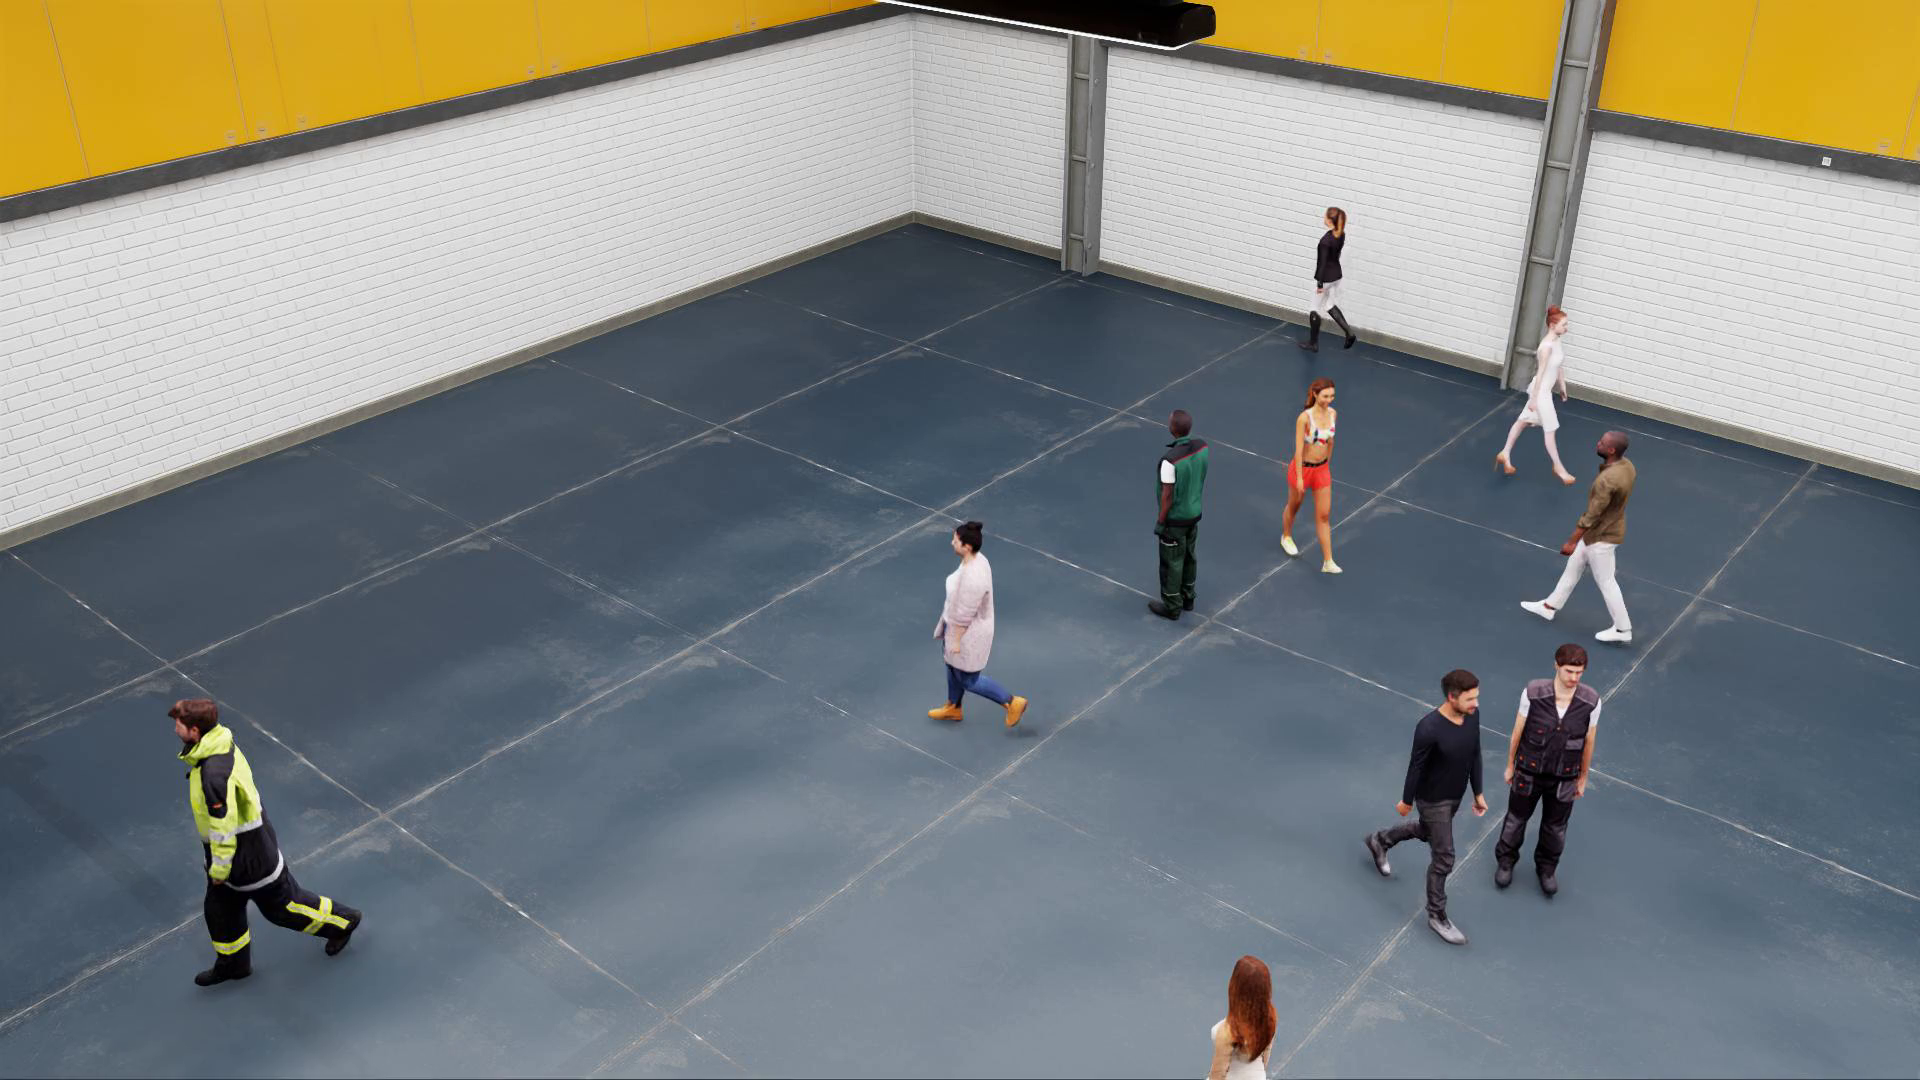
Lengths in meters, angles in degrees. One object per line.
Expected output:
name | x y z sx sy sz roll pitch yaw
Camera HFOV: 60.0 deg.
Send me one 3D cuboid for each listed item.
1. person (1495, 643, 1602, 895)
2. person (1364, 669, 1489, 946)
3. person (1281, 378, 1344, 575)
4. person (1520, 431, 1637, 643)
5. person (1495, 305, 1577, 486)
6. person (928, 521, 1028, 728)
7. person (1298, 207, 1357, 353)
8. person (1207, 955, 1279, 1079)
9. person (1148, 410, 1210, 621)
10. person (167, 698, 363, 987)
person | 3.730 1.441 10.568 0.677 1.843 0.801 8 30 14
person | 2.918 1.554 10.373 0.824 1.831 1.261 -19 34 -31
person | 2.983 -0.613 14.428 0.966 1.753 1.170 -9 30 -17
person | 5.180 0.013 13.241 1.208 1.790 0.882 15 32 26
person | 5.432 -1.388 15.840 1.026 1.760 0.674 16 33 27
person | 0.140 0.658 12.127 1.099 1.724 1.014 0 29 1
person | 4.179 -2.864 18.596 0.919 1.713 0.592 24 37 37
person | 1.418 2.799 8.227 0.689 1.701 0.800 -17 33 -29
person | 1.794 -0.211 13.602 0.602 1.837 0.699 26 38 38
person | -4.159 1.782 9.845 1.103 1.935 1.278 -17 33 -28
